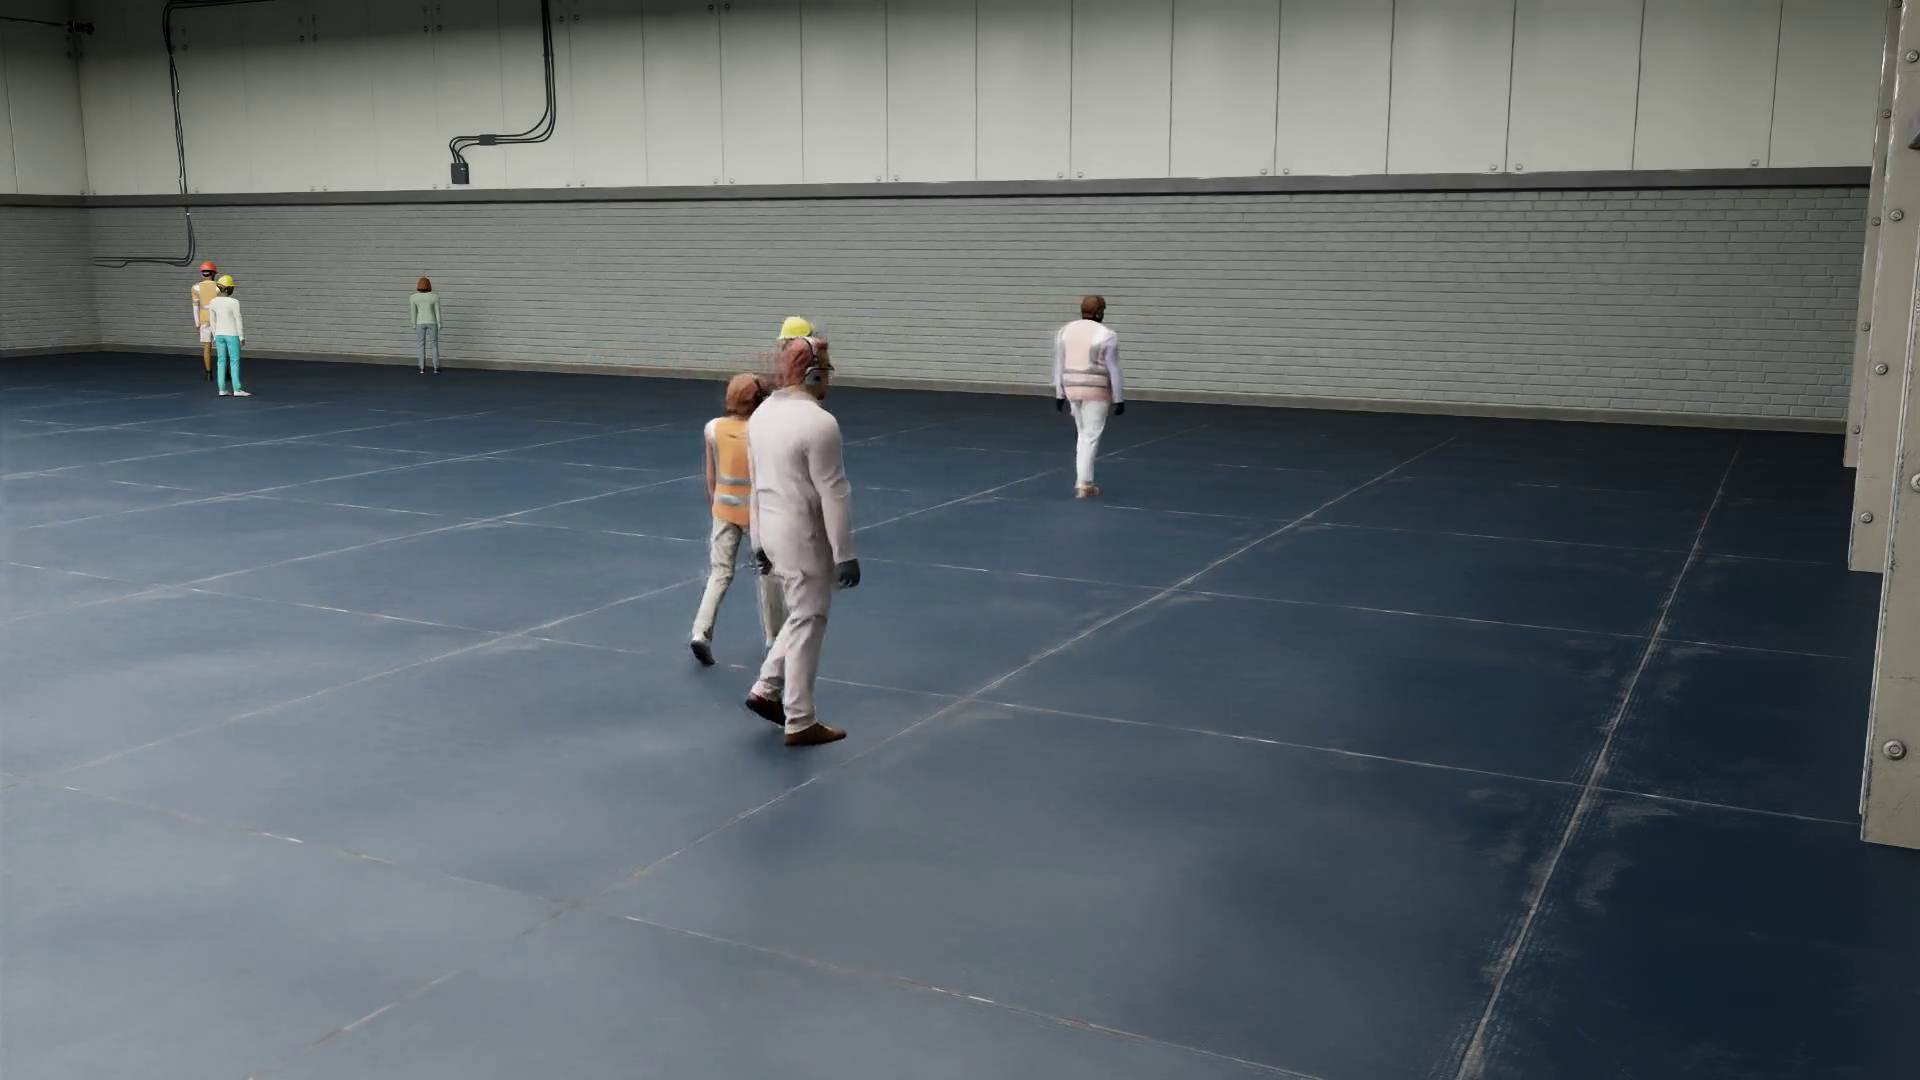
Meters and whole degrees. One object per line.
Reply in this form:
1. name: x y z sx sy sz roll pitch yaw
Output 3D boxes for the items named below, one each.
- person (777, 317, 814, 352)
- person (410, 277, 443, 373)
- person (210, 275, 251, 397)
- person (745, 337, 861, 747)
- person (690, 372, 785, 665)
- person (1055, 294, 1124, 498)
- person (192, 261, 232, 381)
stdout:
1. person: -1.279 -0.827 12.717 0.880 1.725 0.535 -1 10 -6
2. person: -9.143 -3.679 28.518 0.500 1.633 0.285 -1 10 -8
3. person: -10.681 -2.973 24.305 0.533 1.767 0.327 3 11 16
4. person: -0.701 0.019 7.663 0.417 1.894 0.660 -6 12 -30
5. person: -1.224 -0.127 9.216 0.513 1.606 0.805 4 11 20
6. person: 1.219 -1.301 15.020 0.661 1.824 0.594 9 14 40
7. person: -12.103 -3.535 26.929 0.542 1.928 0.374 -3 11 -14
